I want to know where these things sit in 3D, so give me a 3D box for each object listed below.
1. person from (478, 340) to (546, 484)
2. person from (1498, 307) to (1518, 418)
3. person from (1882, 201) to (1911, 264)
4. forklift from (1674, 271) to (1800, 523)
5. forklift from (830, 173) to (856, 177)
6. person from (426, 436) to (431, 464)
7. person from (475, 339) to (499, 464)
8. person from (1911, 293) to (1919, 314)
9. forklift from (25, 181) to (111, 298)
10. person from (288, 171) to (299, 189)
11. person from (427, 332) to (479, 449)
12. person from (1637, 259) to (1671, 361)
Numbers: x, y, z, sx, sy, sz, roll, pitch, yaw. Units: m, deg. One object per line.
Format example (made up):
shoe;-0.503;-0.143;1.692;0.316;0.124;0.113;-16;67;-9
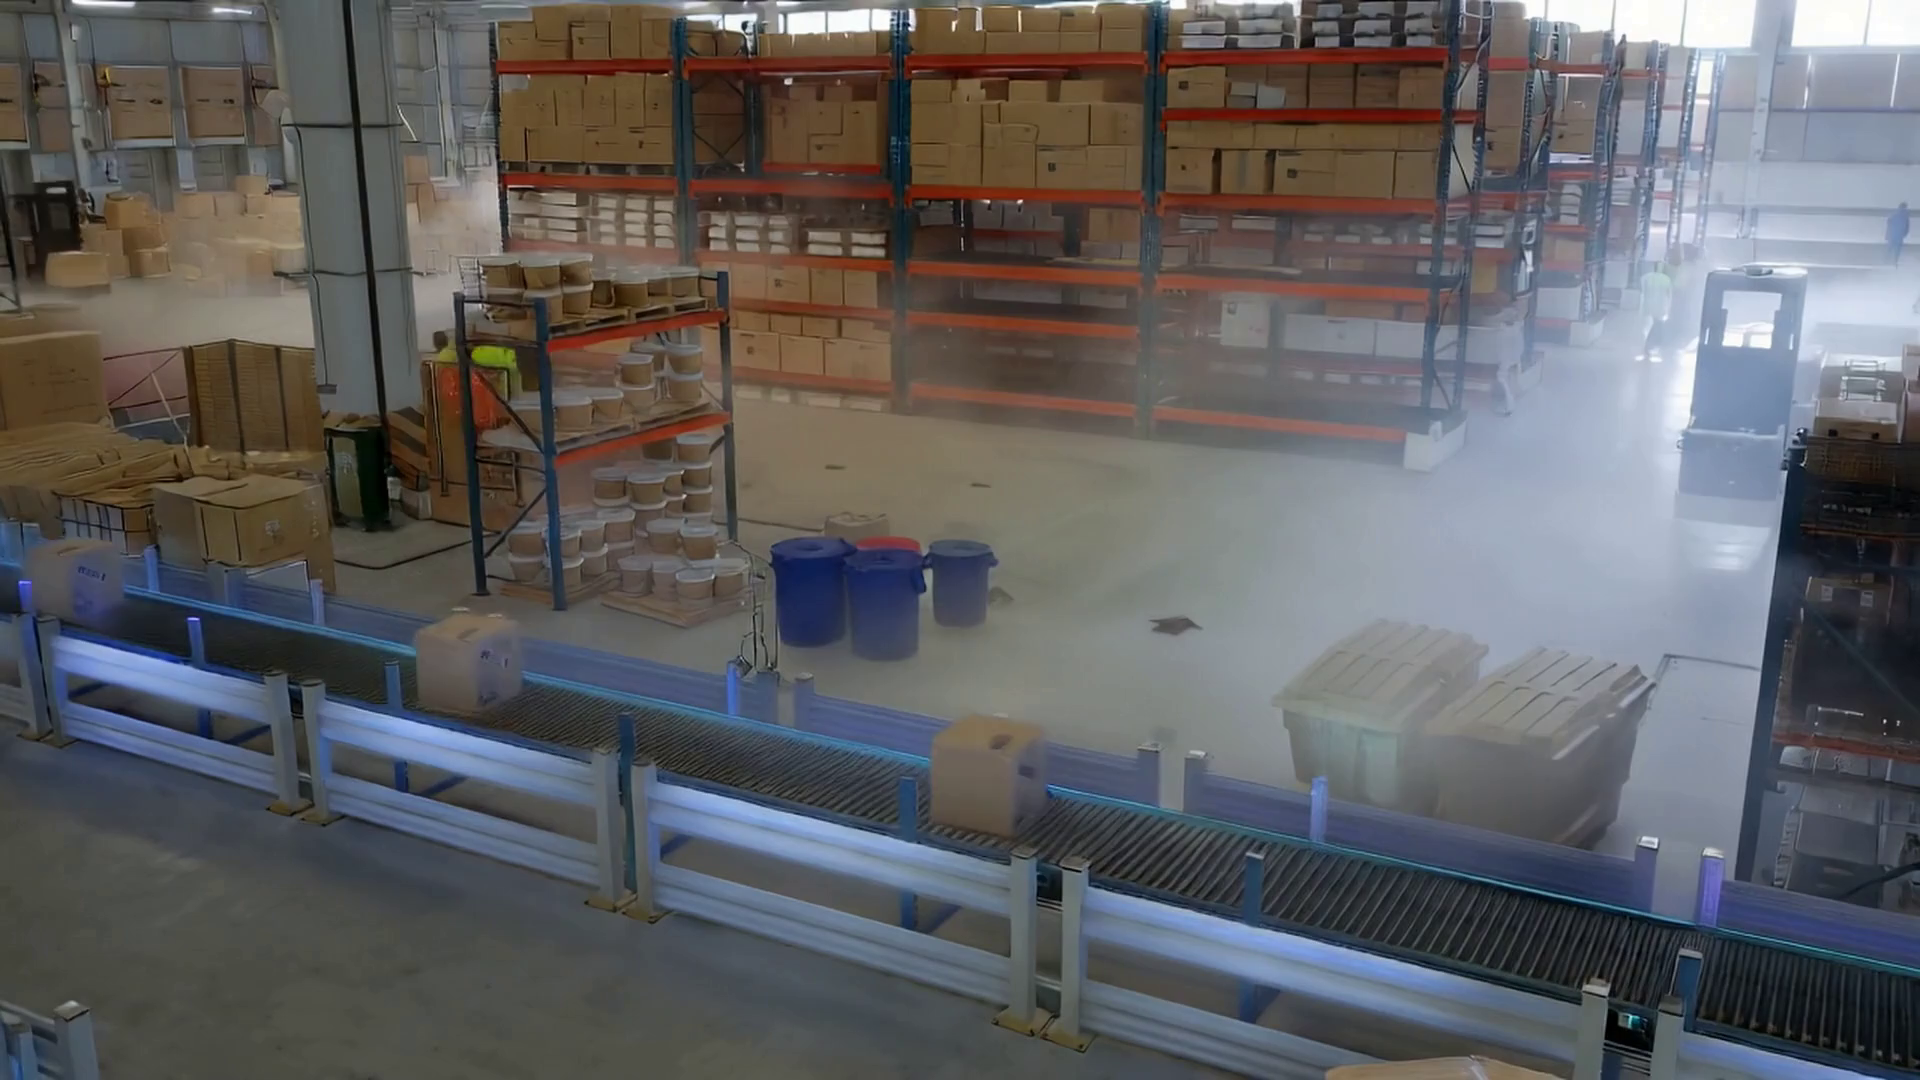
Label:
person;-5.830;-1.642;21.271;0.999;1.863;0.646;1;15;5
person;8.466;-2.757;25.703;0.293;1.727;0.668;5;16;18
person;27.732;-9.085;49.186;0.498;1.869;0.661;-5;16;-19
forklift;9.269;-1.763;19.726;1.129;2.768;1.873;8;17;27
forklift;-3.910;-11.342;55.737;1.129;2.768;1.873;8;17;28
person;-7.527;-1.810;22.359;0.817;1.595;0.536;4;15;13
person;-6.144;-1.866;21.781;0.852;2.004;0.650;9;17;31
person;22.184;-5.942;37.888;0.837;1.594;0.502;2;15;8
forklift;-22.198;-7.459;41.139;1.873;2.768;1.129;8;17;28
person;-27.149;-14.130;68.042;0.589;1.928;0.384;-12;19;-39
person;-7.190;-2.087;23.299;0.895;1.644;0.548;3;15;10
person;13.033;-4.306;31.177;0.398;1.899;0.647;-9;17;-30
